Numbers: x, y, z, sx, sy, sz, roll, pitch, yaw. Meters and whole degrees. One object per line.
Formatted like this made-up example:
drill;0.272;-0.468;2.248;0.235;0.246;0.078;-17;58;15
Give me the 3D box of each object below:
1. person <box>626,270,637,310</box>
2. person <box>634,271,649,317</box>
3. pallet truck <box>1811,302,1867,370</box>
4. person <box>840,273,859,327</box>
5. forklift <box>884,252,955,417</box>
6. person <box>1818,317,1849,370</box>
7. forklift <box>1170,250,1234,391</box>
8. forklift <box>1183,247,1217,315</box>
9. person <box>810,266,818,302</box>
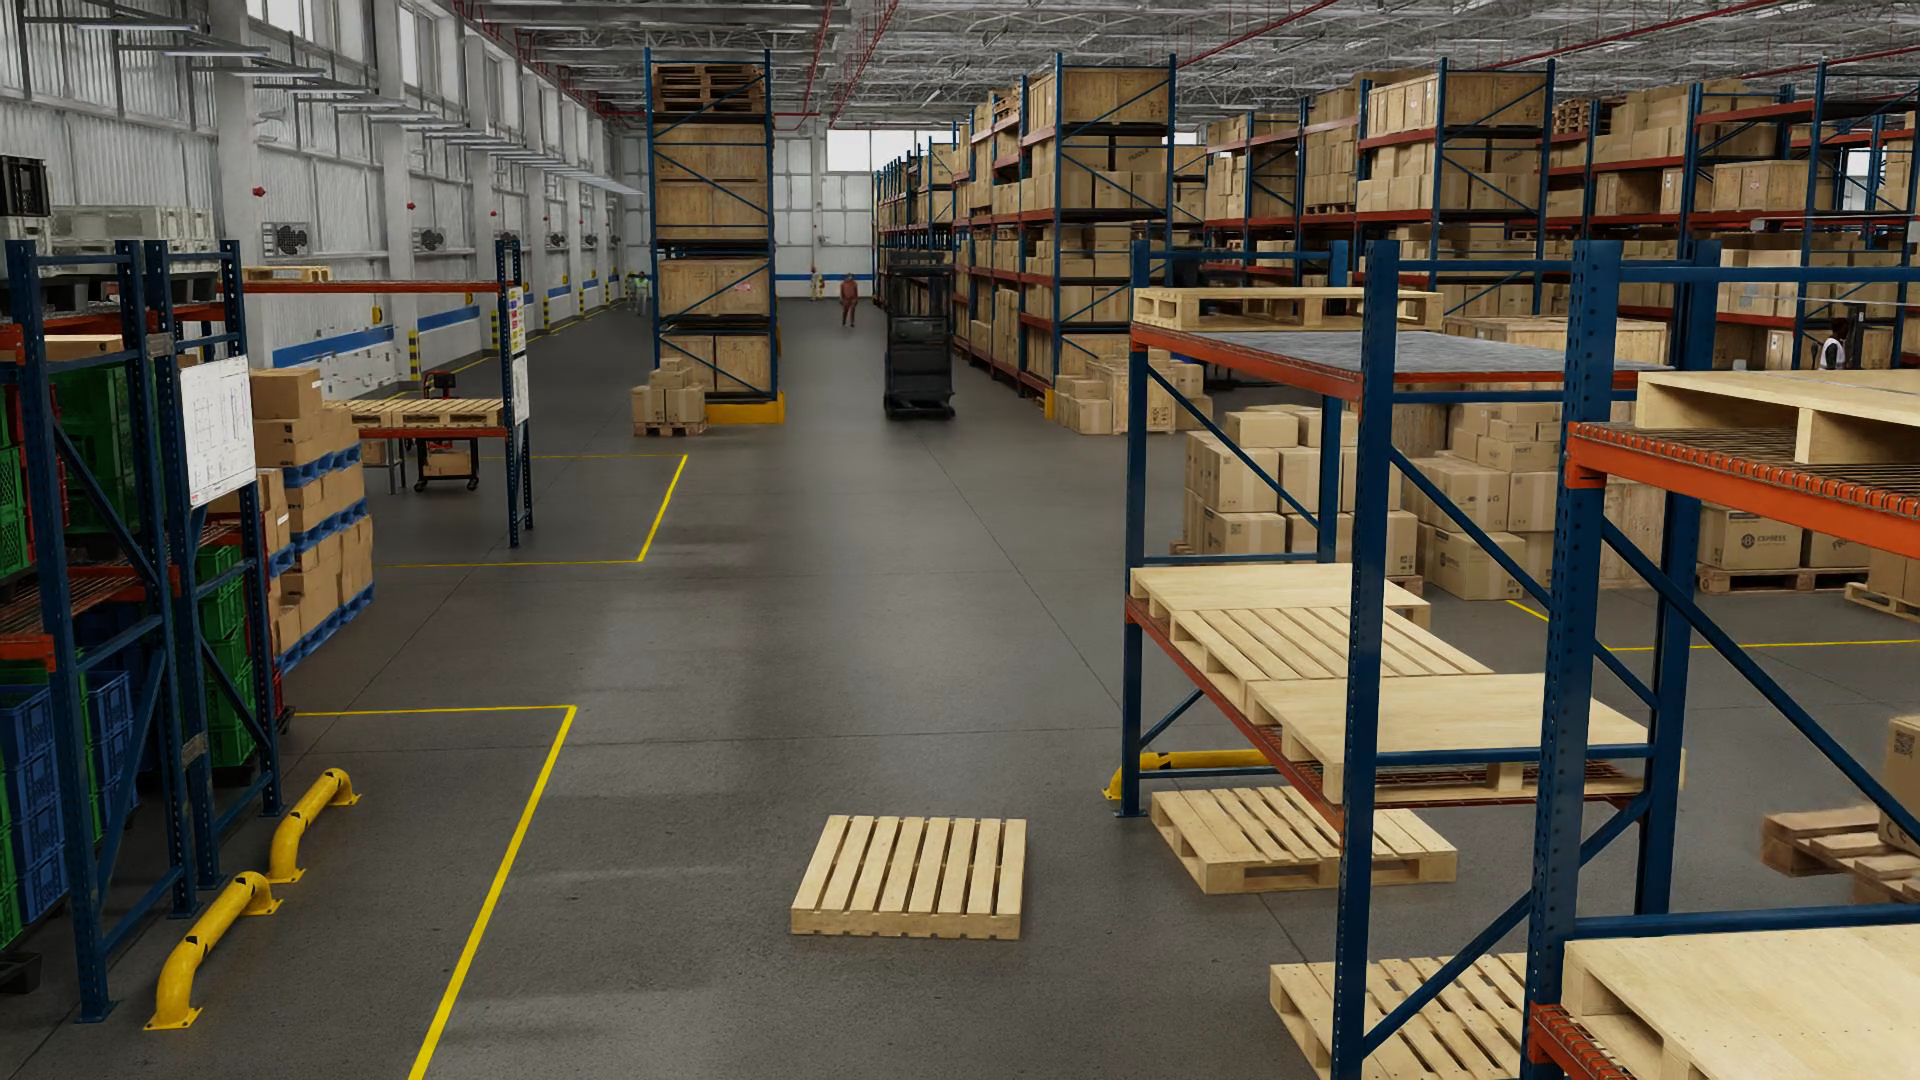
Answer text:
person;-14.198;-10.800;71.964;0.483;1.735;0.340;-7;12;-35
person;-12.584;-9.725;65.777;0.587;1.819;0.546;-1;10;-7
pallet truck;15.846;-3.142;28.793;1.885;1.965;0.823;2;10;12
person;-3.907;-8.468;58.608;0.658;1.893;0.542;-3;11;-17
forklift;-0.746;-3.606;28.915;1.129;2.768;1.873;-1;10;-6
person;12.789;-2.314;24.453;0.385;1.910;0.592;6;12;29
forklift;4.468;-4.411;33.374;1.873;2.768;1.129;-1;10;-6
forklift;6.671;-7.033;47.905;1.873;2.768;1.129;-1;10;-8
person;-7.226;-12.640;82.110;0.390;1.746;0.589;-1;10;-4
